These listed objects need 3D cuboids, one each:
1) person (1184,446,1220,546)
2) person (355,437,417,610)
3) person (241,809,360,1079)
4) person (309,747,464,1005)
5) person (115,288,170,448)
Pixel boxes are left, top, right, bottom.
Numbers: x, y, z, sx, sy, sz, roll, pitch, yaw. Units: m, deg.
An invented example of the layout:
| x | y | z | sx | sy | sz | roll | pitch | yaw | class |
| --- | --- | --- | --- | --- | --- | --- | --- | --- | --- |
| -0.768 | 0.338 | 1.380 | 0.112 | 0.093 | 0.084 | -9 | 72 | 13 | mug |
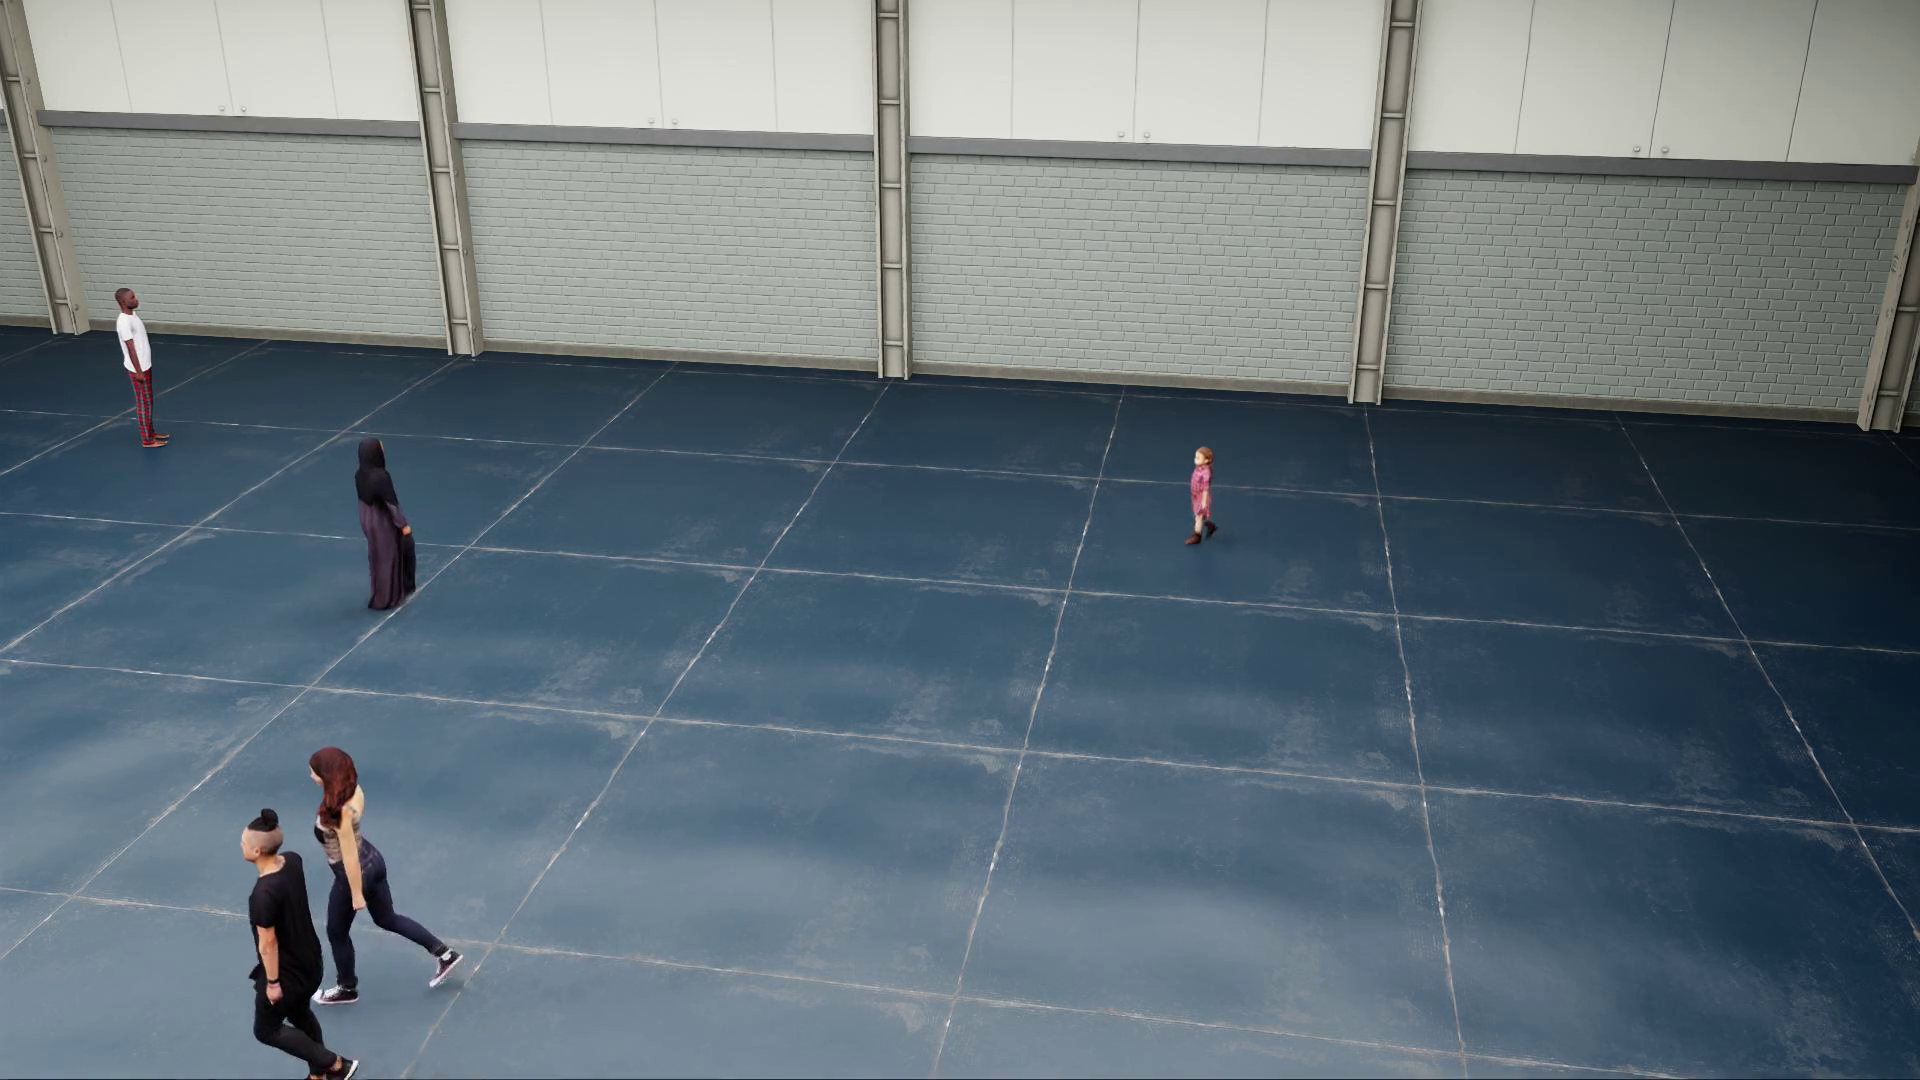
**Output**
| x | y | z | sx | sy | sz | roll | pitch | yaw | class |
| --- | --- | --- | --- | --- | --- | --- | --- | --- | --- |
| 2.427 | -0.444 | 16.450 | 0.646 | 1.020 | 0.542 | -5 | 24 | -11 | person |
| -5.278 | -0.134 | 14.964 | 0.890 | 1.611 | 0.851 | -19 | 30 | -38 | person |
| -3.559 | 2.273 | 8.993 | 0.800 | 1.854 | 0.779 | -1 | 23 | -3 | person |
| -3.450 | 1.980 | 9.823 | 1.204 | 1.744 | 0.877 | -4 | 23 | -9 | person |
| -9.406 | -1.986 | 19.034 | 0.709 | 1.836 | 0.732 | -7 | 24 | -17 | person |
